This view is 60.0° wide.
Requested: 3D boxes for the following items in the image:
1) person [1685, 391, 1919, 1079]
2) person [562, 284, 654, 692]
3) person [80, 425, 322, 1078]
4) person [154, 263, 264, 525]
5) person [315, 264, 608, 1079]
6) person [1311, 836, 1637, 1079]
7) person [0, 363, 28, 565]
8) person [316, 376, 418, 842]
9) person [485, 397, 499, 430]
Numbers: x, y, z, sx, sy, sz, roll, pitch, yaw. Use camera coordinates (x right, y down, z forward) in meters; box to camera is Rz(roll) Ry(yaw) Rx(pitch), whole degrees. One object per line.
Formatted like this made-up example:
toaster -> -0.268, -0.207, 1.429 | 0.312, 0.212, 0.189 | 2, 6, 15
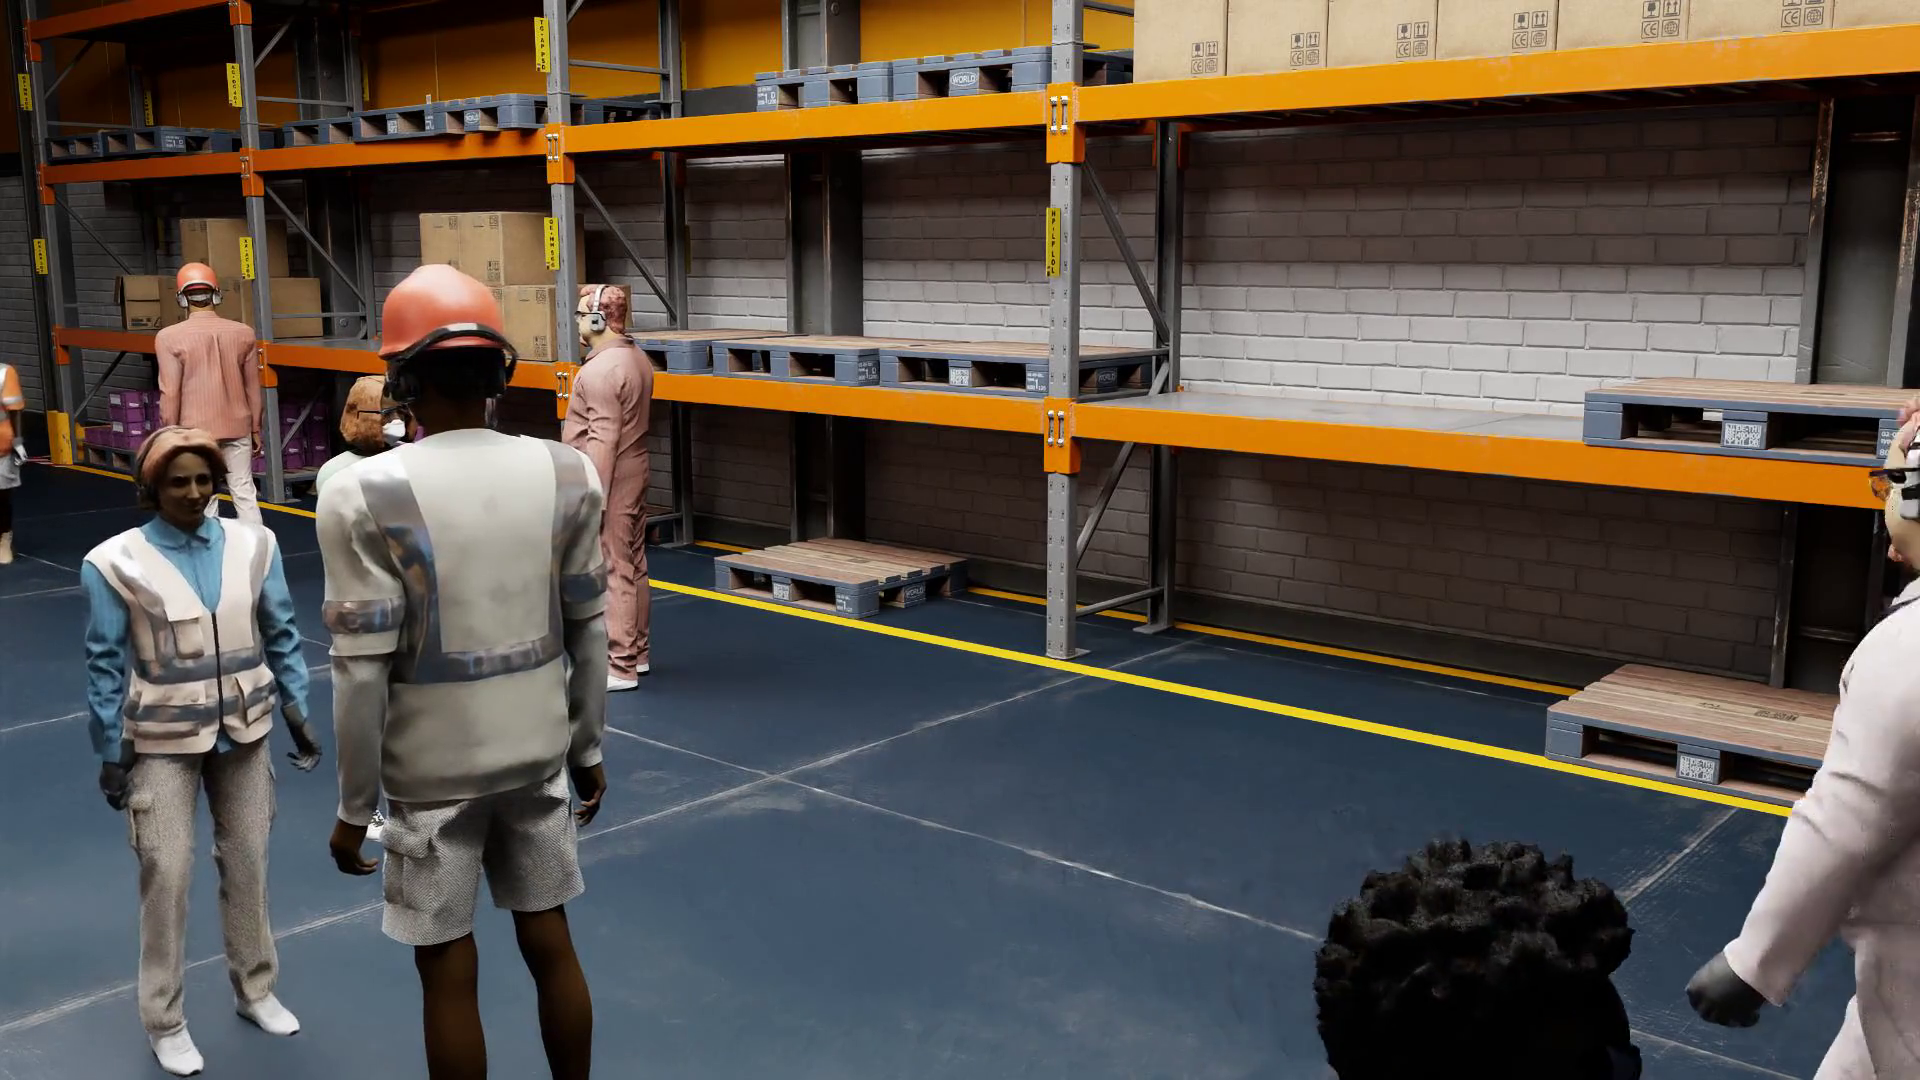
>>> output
person -> 1.513, 0.681, 2.727 | 0.631, 1.846, 0.984 | -9, 13, -42
person -> -1.658, -0.239, 7.828 | 0.407, 1.908, 0.641 | 1, 10, 3
person -> -1.949, 0.522, 4.271 | 0.336, 1.637, 0.534 | 8, 13, 40
person -> -4.463, -0.646, 9.913 | 0.401, 1.986, 0.612 | 9, 13, 41
person -> -1.033, 0.454, 3.493 | 0.615, 2.039, 0.391 | -9, 14, -43
person -> 0.410, 1.030, 1.307 | 0.858, 1.642, 0.549 | 6, 12, 33
person -> -6.229, -0.596, 10.577 | 0.530, 1.654, 0.888 | -6, 12, -31
person -> -2.038, 0.232, 5.919 | 0.283, 1.633, 0.497 | 5, 11, 25
person -> -3.144, -0.685, 10.588 | 0.403, 1.826, 0.595 | 2, 10, 13
